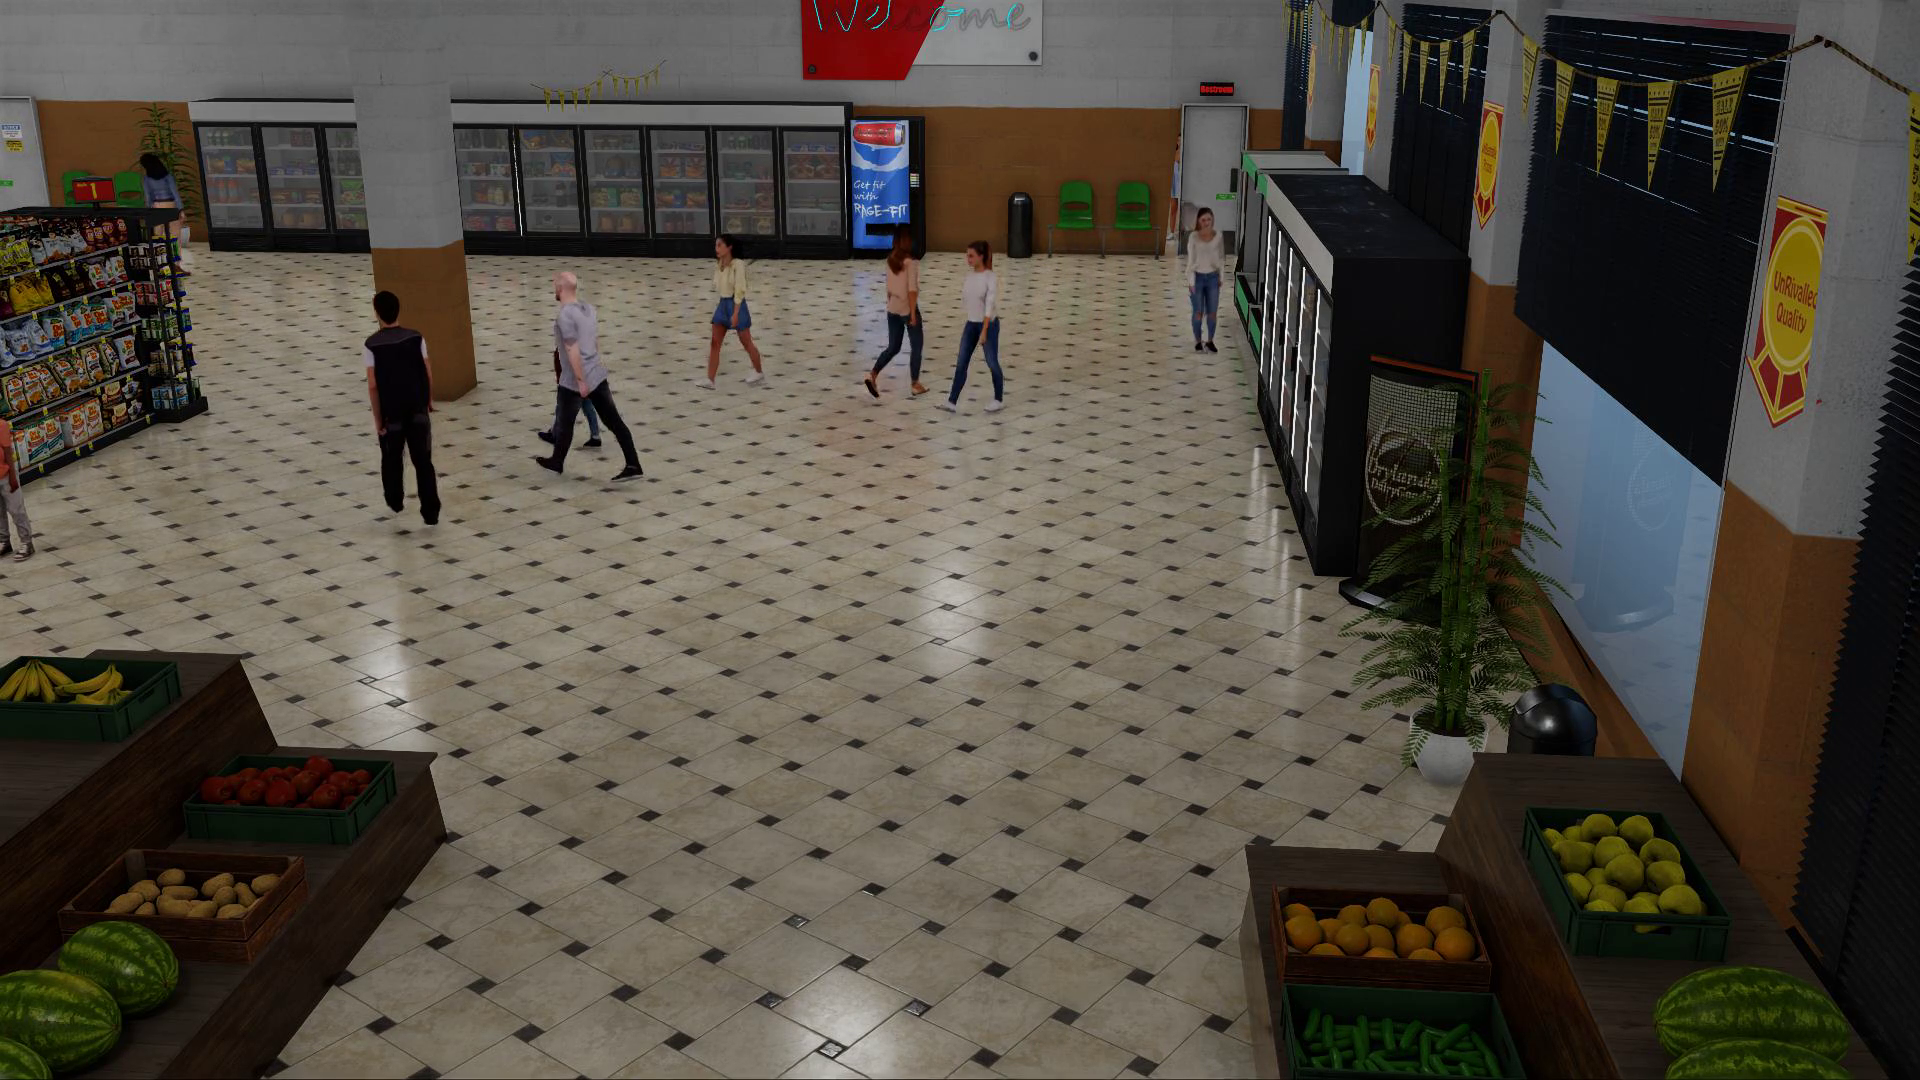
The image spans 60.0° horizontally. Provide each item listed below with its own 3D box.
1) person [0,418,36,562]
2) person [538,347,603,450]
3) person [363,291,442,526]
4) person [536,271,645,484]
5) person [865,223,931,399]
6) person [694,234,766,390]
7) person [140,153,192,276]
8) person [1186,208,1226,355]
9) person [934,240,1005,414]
[{"bbox_3d":[-7.068,-0.498,12.223,0.475,1.308,0.466,3,19,8],"label":"person"},{"bbox_3d":[-3.436,-1.397,15.012,0.780,1.229,0.856,10,21,26],"label":"person"},{"bbox_3d":[-4.255,-0.964,12.823,1.085,1.806,1.289,-9,21,-26],"label":"person"},{"bbox_3d":[-3.052,-1.282,13.844,1.060,1.758,1.330,7,20,20],"label":"person"},{"bbox_3d":[-0.645,-2.284,16.798,1.004,1.767,1.119,17,25,42],"label":"person"},{"bbox_3d":[-2.293,-2.355,17.291,1.051,1.588,1.196,16,24,39],"label":"person"},{"bbox_3d":[-11.399,-4.663,23.885,0.744,1.748,0.638,3,19,8],"label":"person"},{"bbox_3d":[2.746,-2.944,18.914,0.654,1.666,0.688,-2,19,-5],"label":"person"},{"bbox_3d":[0.286,-2.062,16.258,1.092,1.692,1.004,-17,25,-41],"label":"person"}]
